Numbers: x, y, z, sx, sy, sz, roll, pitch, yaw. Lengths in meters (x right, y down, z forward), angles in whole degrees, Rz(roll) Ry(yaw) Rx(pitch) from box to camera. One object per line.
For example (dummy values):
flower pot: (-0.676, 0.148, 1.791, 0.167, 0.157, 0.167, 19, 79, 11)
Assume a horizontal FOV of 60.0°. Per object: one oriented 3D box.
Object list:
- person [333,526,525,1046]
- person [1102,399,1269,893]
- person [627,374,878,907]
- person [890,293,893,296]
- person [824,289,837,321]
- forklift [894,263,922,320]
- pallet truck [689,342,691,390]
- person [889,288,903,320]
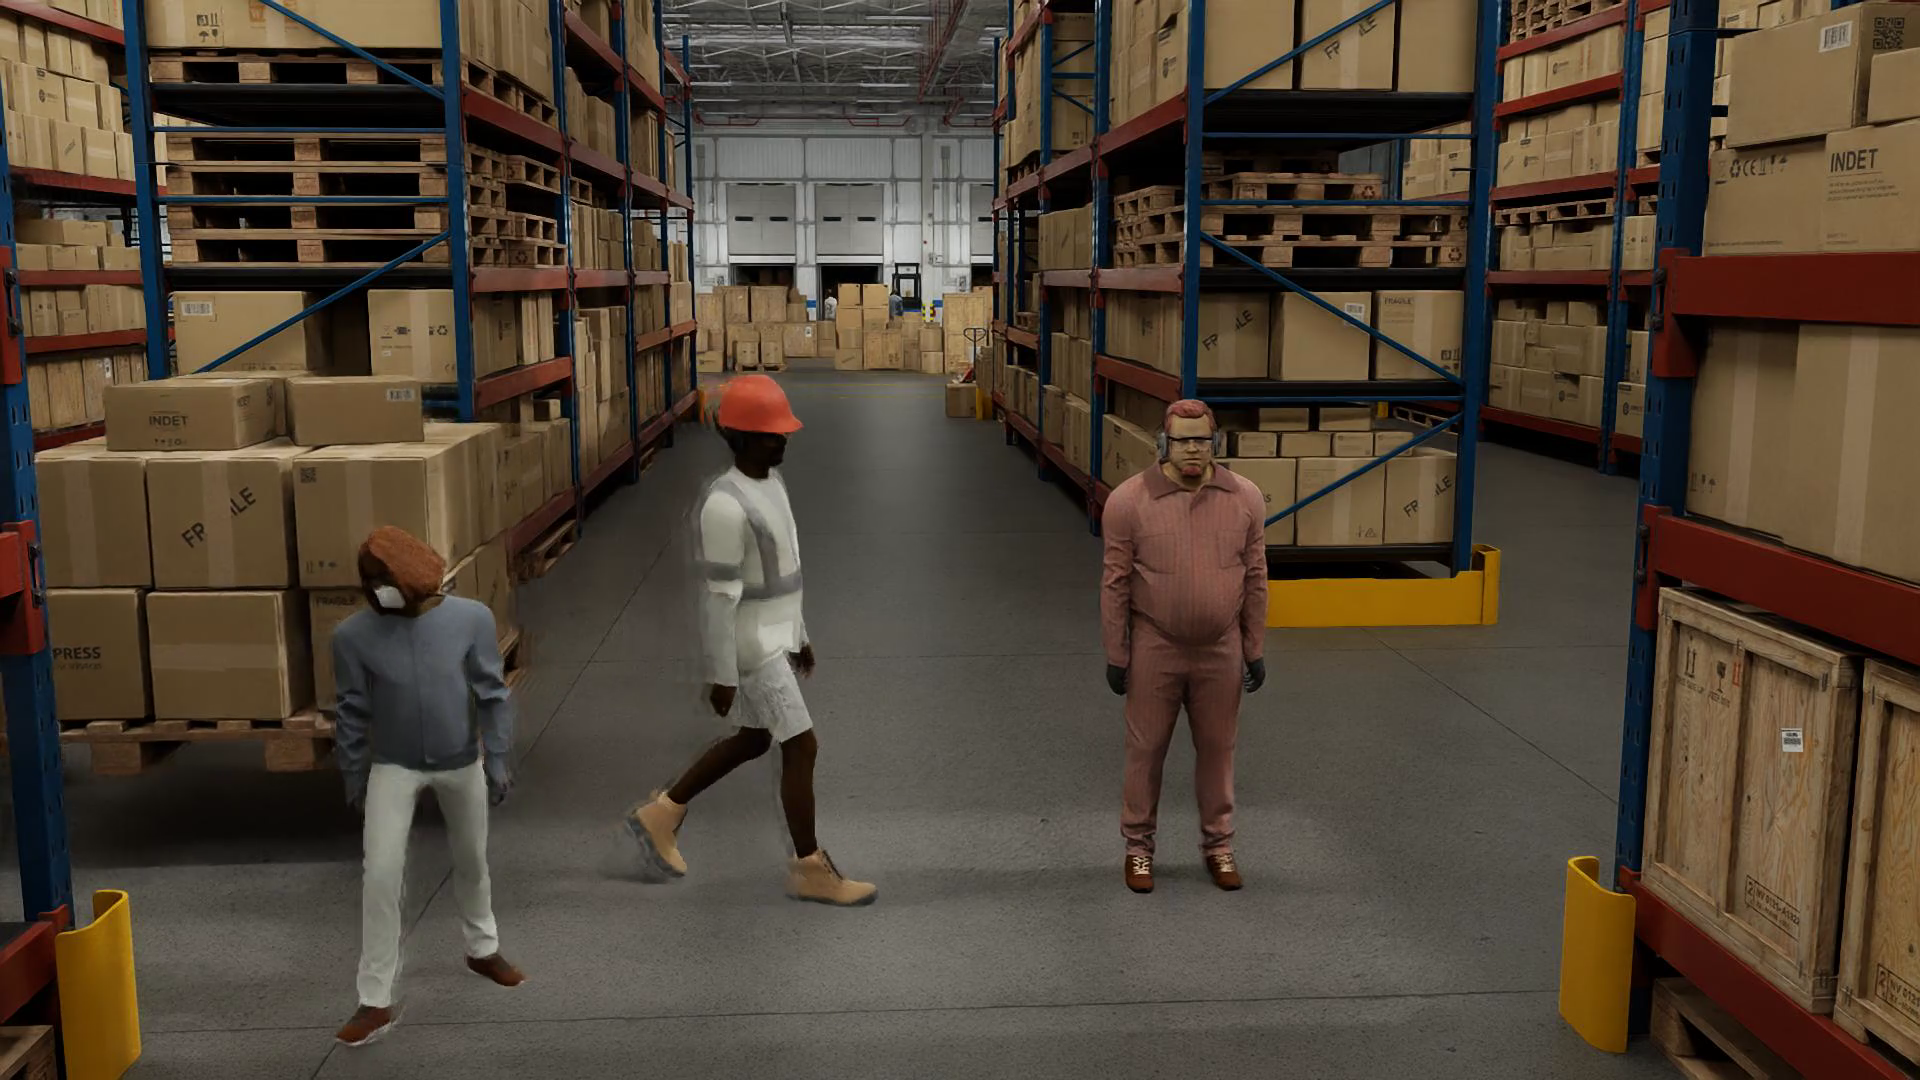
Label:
person: (-1.696, 0.739, 5.245, 0.587, 1.589, 0.607, -3, 10, -20)
person: (0.865, 0.411, 6.342, 0.643, 1.899, 0.396, -1, 9, -7)
person: (-0.812, 0.373, 6.237, 0.971, 2.006, 0.619, 1, 9, 8)
person: (-2.538, -8.447, 62.577, 0.529, 1.695, 0.321, 0, 9, -1)
person: (-4.052, -6.850, 51.789, 0.372, 1.940, 0.632, 4, 10, 23)
forklift: (-1.987, -9.022, 62.479, 1.129, 2.768, 1.873, -1, 9, -4)
pallet truck: (-5.225, -3.008, 27.480, 1.885, 1.965, 0.823, 2, 9, 14)
person: (-2.280, -7.796, 57.771, 0.639, 1.928, 0.374, 3, 10, 19)
